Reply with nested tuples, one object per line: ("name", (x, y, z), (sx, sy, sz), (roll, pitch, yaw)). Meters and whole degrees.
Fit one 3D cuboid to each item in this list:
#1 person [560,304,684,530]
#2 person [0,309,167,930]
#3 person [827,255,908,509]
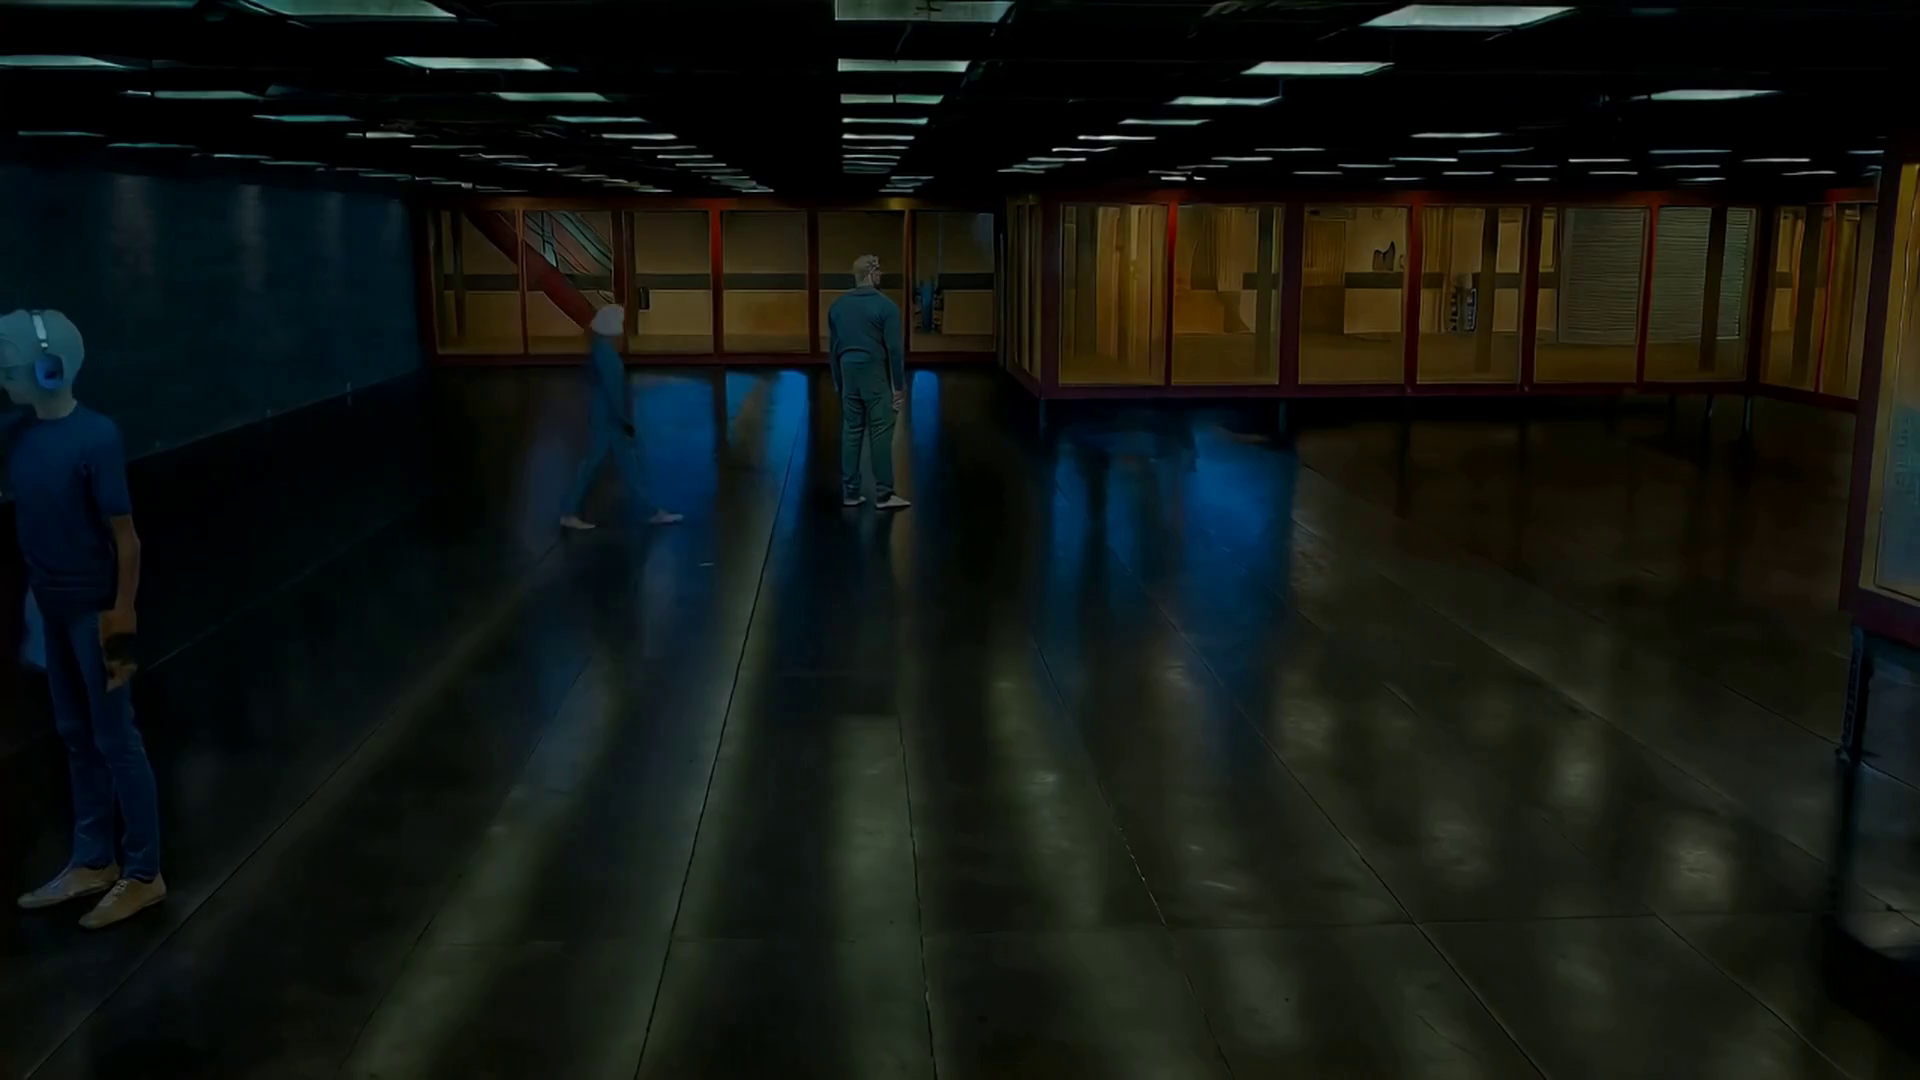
("person", (-2.426, -0.855, 11.660), (0.860, 1.590, 0.498), (-1, 11, -3))
("person", (-2.663, 0.242, 5.013), (0.521, 1.864, 0.335), (7, 13, 34))
("person", (-0.679, -1.186, 12.582), (0.640, 1.909, 0.409), (6, 12, 31))
